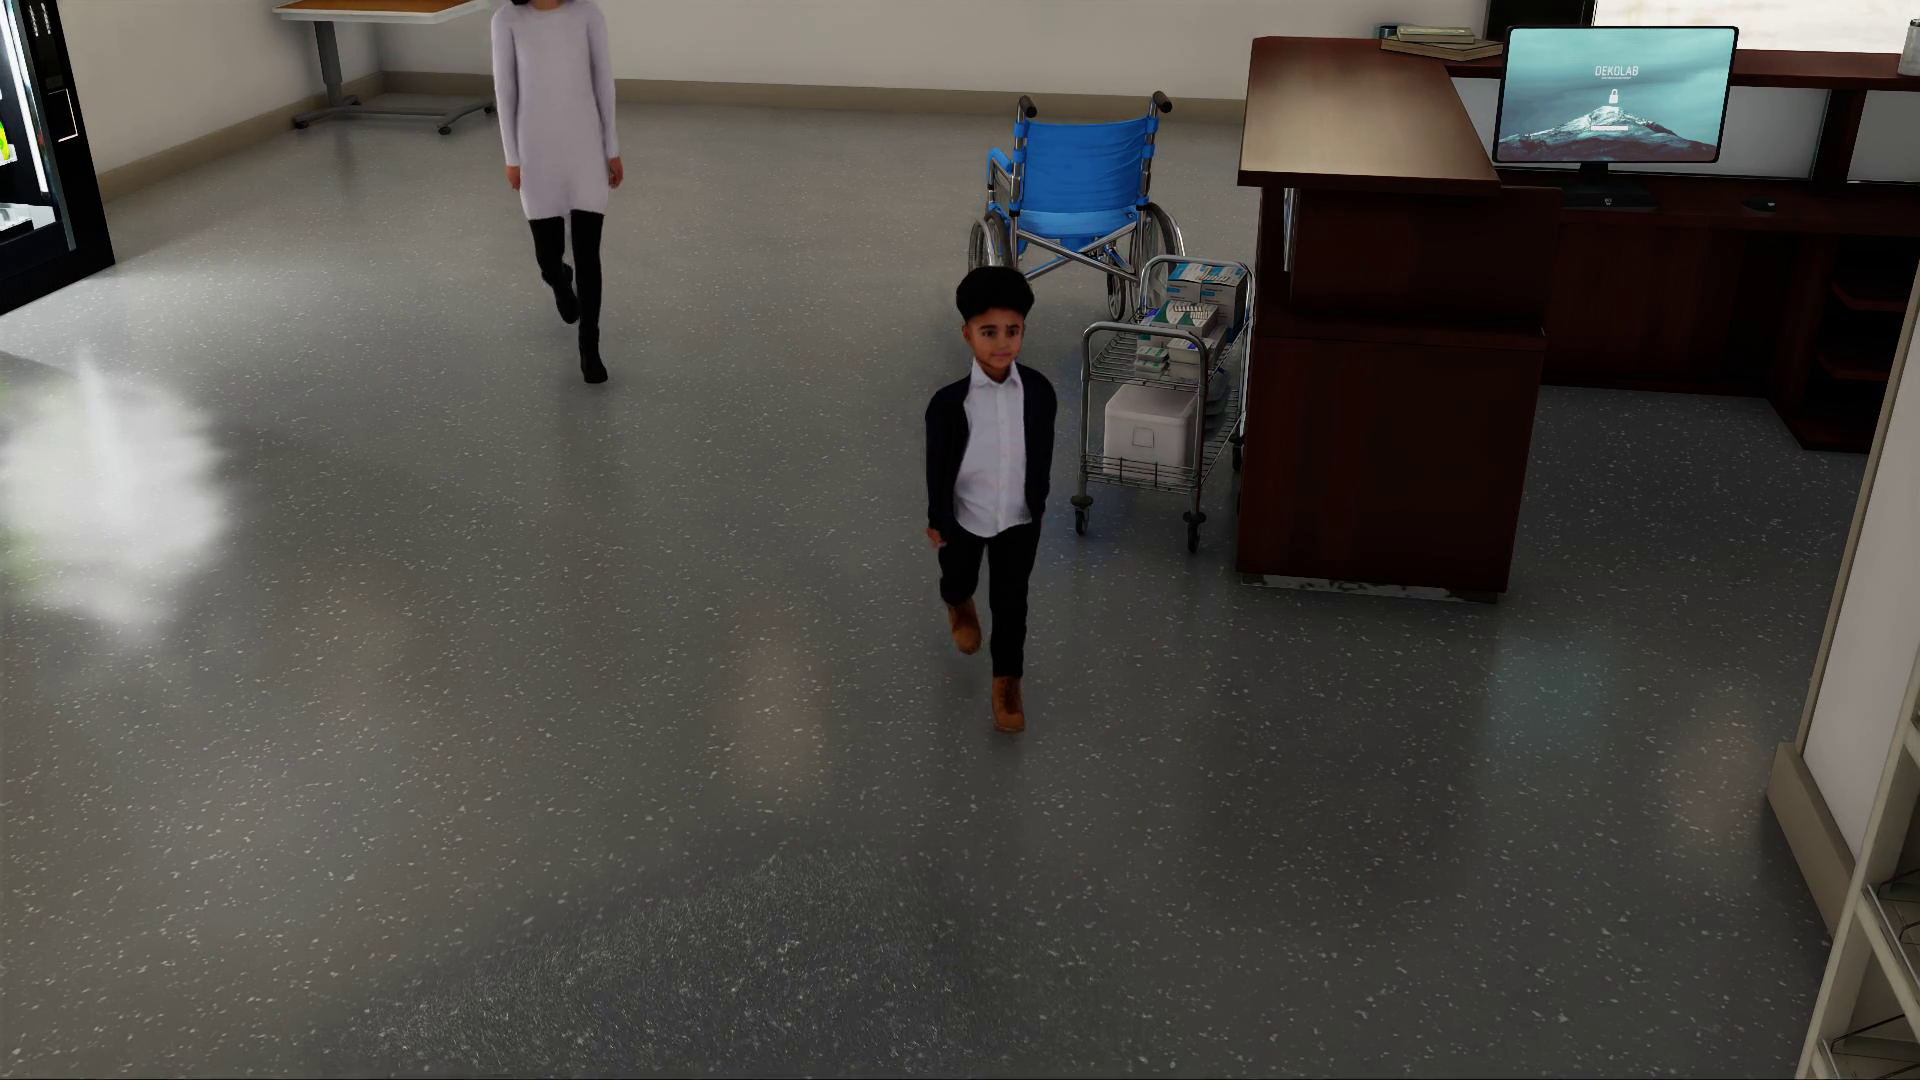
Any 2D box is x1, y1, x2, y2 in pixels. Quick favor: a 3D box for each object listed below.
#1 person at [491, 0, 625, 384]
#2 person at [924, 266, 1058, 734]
[{"bbox_3d":[-1.601,-1.552,6.738,0.881,1.786,1.065,-7,27,-15],"label":"person"},{"bbox_3d":[0.060,-0.133,4.413,0.654,1.210,0.878,-4,26,-8],"label":"person"}]
